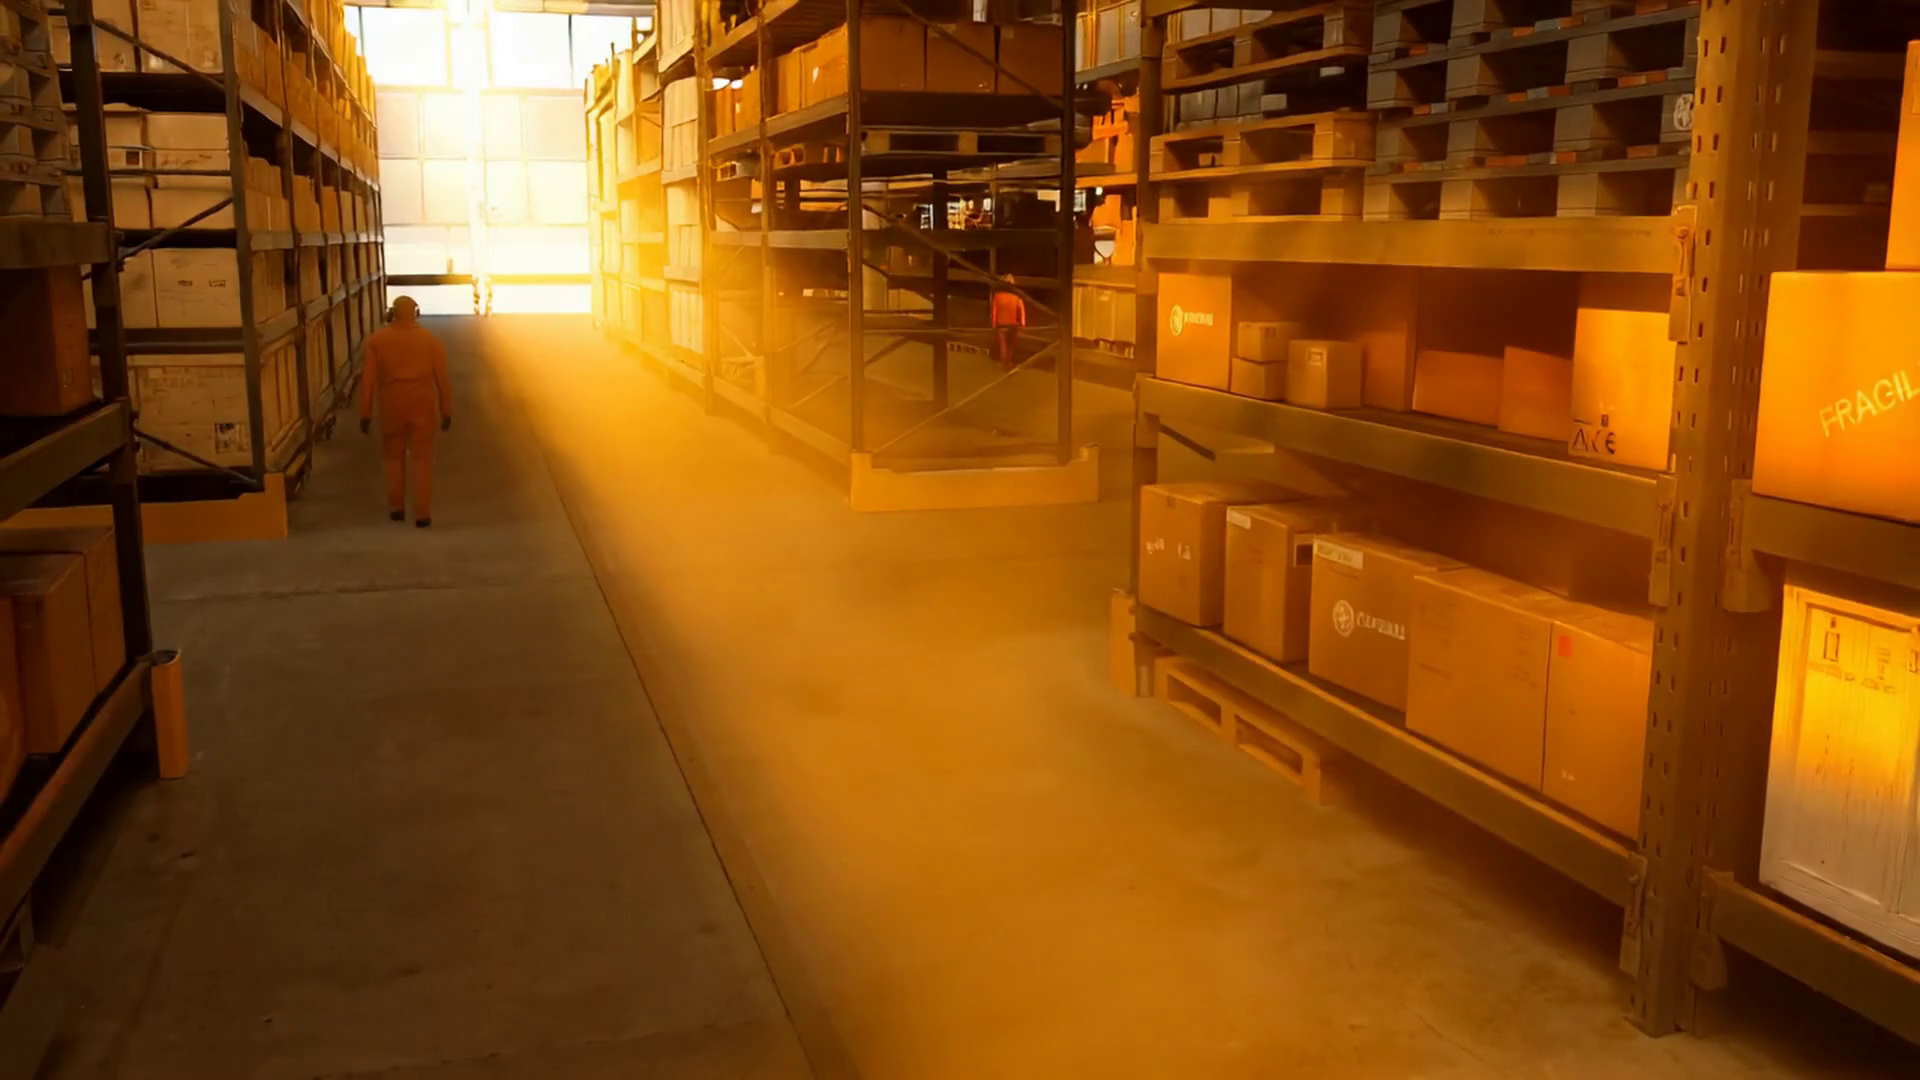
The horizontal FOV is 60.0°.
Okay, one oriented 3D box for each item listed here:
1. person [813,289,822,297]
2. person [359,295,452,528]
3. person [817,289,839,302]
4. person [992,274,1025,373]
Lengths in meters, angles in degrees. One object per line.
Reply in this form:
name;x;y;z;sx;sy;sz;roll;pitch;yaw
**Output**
person;-3.490;-6.297;42.822;0.496;1.702;0.812;3;11;18
person;-4.527;-1.057;13.626;0.722;1.874;0.762;-2;11;-12
person;-3.286;-6.177;41.567;0.563;1.918;0.466;-2;11;-12
person;0.835;-3.636;28.168;0.543;1.711;0.895;-1;10;-7
